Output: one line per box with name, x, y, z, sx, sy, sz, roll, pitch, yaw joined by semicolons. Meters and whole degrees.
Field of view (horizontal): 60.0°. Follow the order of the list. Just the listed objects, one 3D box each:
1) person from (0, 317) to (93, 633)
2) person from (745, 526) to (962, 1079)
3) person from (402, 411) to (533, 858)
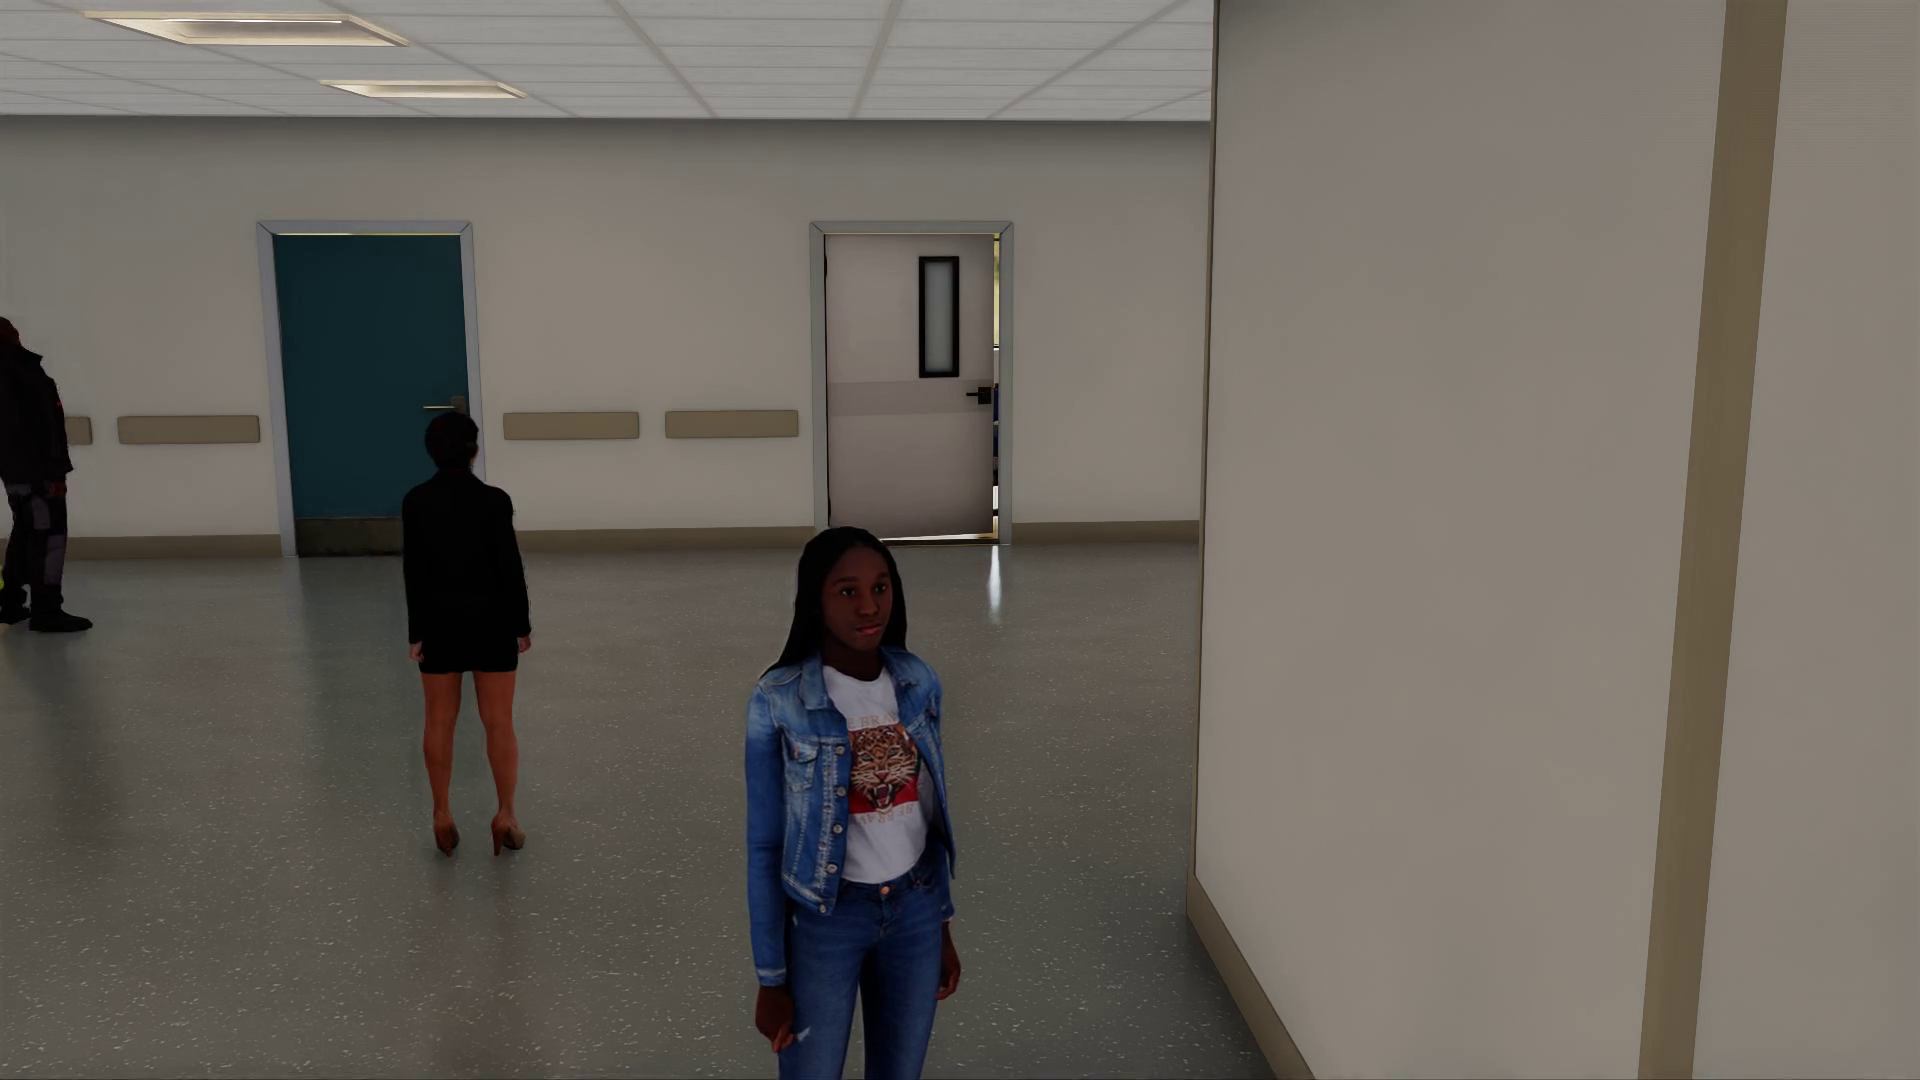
person;-5.238;-0.368;9.388;0.941;1.782;0.867;-8;13;-37
person;-0.217;0.813;3.352;0.624;1.712;0.748;-7;13;-33
person;-1.761;0.353;5.968;0.548;1.641;0.633;-1;11;-3
